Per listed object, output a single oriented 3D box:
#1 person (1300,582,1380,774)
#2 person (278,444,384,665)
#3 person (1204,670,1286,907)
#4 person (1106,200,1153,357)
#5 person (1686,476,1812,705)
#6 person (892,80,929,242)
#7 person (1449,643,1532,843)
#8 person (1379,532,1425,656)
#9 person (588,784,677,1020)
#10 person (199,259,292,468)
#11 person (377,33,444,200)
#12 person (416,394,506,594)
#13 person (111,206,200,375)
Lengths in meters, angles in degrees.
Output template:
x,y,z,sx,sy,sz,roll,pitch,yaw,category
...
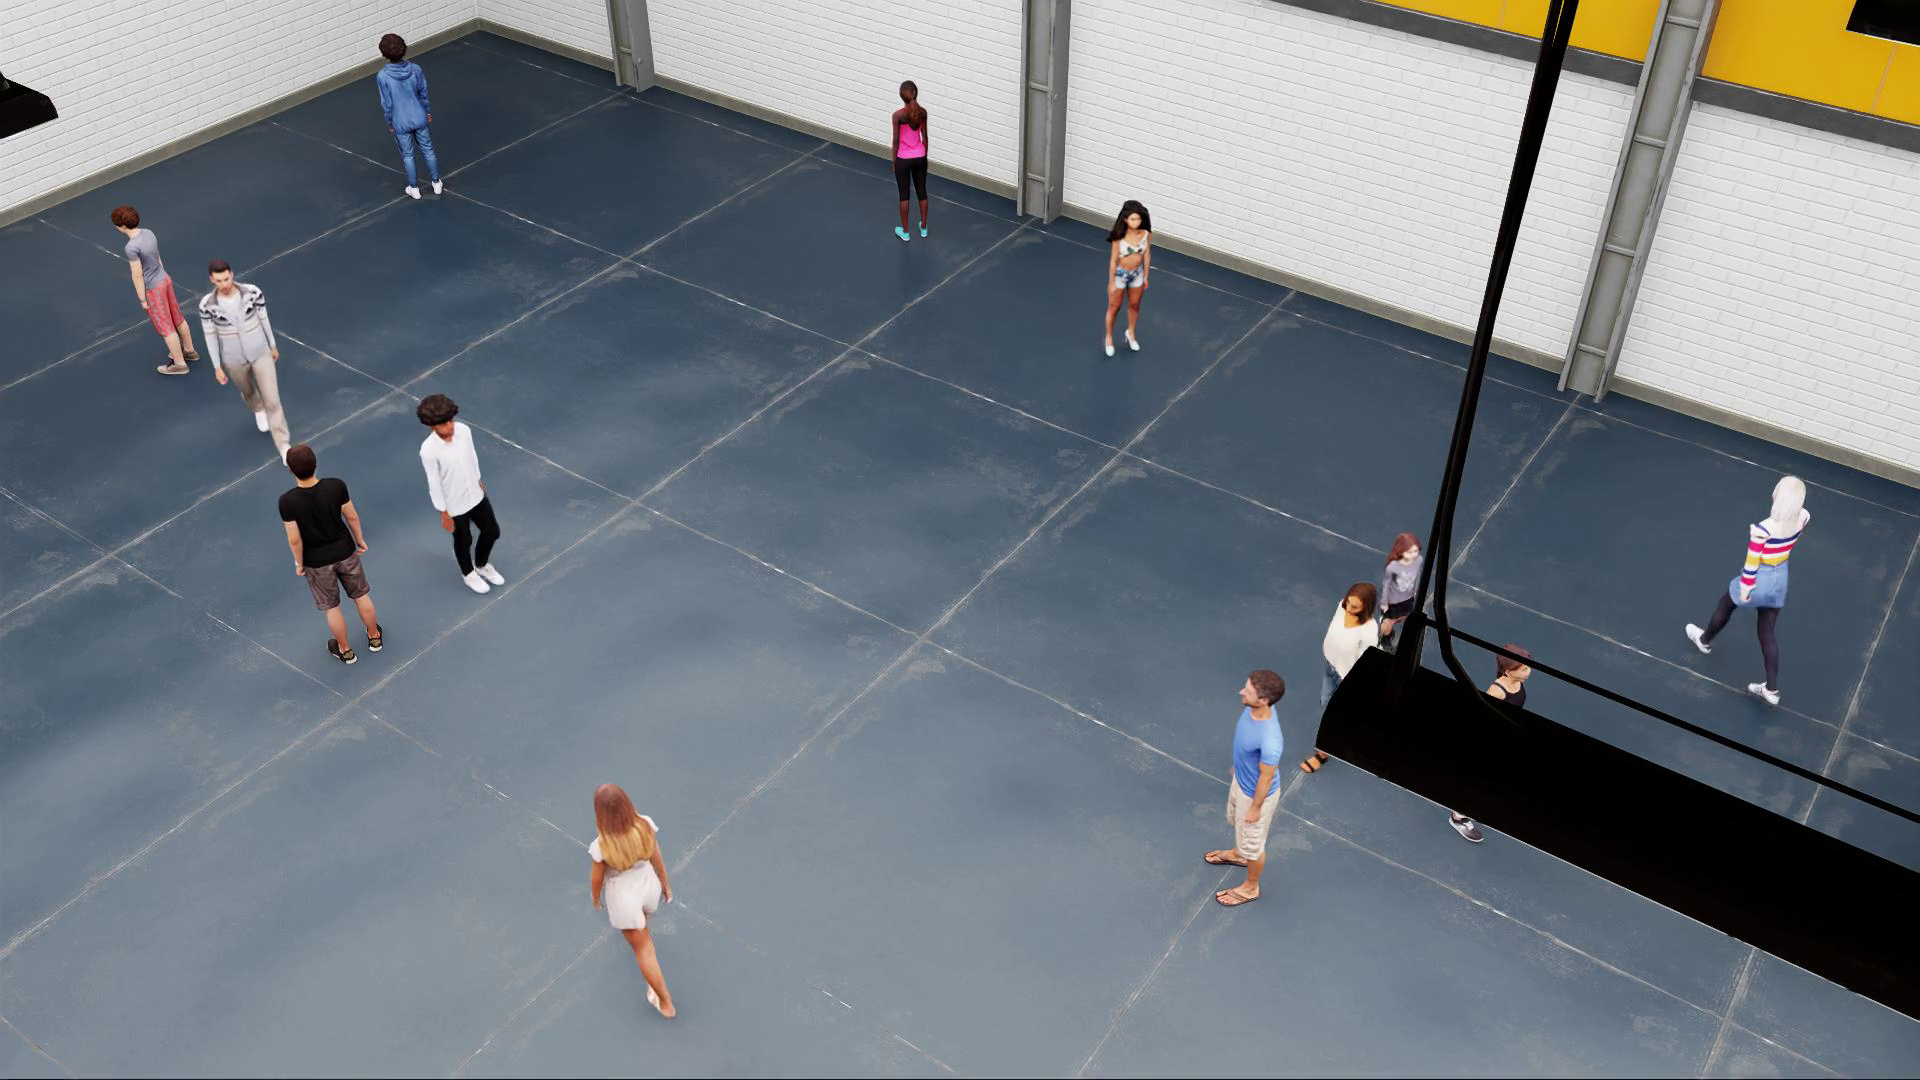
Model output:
x,y,z,sx,sy,sz,roll,pitch,yaw,category
2.682,0.897,11.210,0.979,1.657,0.945,-10,40,-13,person
-4.572,0.103,12.041,0.751,1.861,0.684,-25,45,-28,person
1.826,1.501,10.289,0.783,1.863,0.751,-2,39,-2,person
1.548,-2.427,15.405,0.674,1.617,0.721,-13,40,-16,person
5.755,0.366,11.789,1.129,1.765,1.238,-10,40,-12,person
-0.507,-3.928,17.197,0.656,1.726,0.702,-13,40,-16,person
3.468,1.277,10.808,0.542,1.564,0.556,31,48,33,person
3.235,0.357,12.334,0.589,1.099,0.645,-14,41,-16,person
-1.851,2.132,9.670,0.784,1.648,1.160,-27,46,-29,person
-6.120,-1.610,14.233,1.105,1.802,1.331,-17,42,-20,person
-5.948,-4.572,17.935,0.760,1.811,0.735,-19,42,-22,person
-3.870,-0.367,12.679,0.591,1.798,0.638,24,44,27,person
-7.356,-2.305,15.227,0.654,1.647,0.643,6,39,7,person
